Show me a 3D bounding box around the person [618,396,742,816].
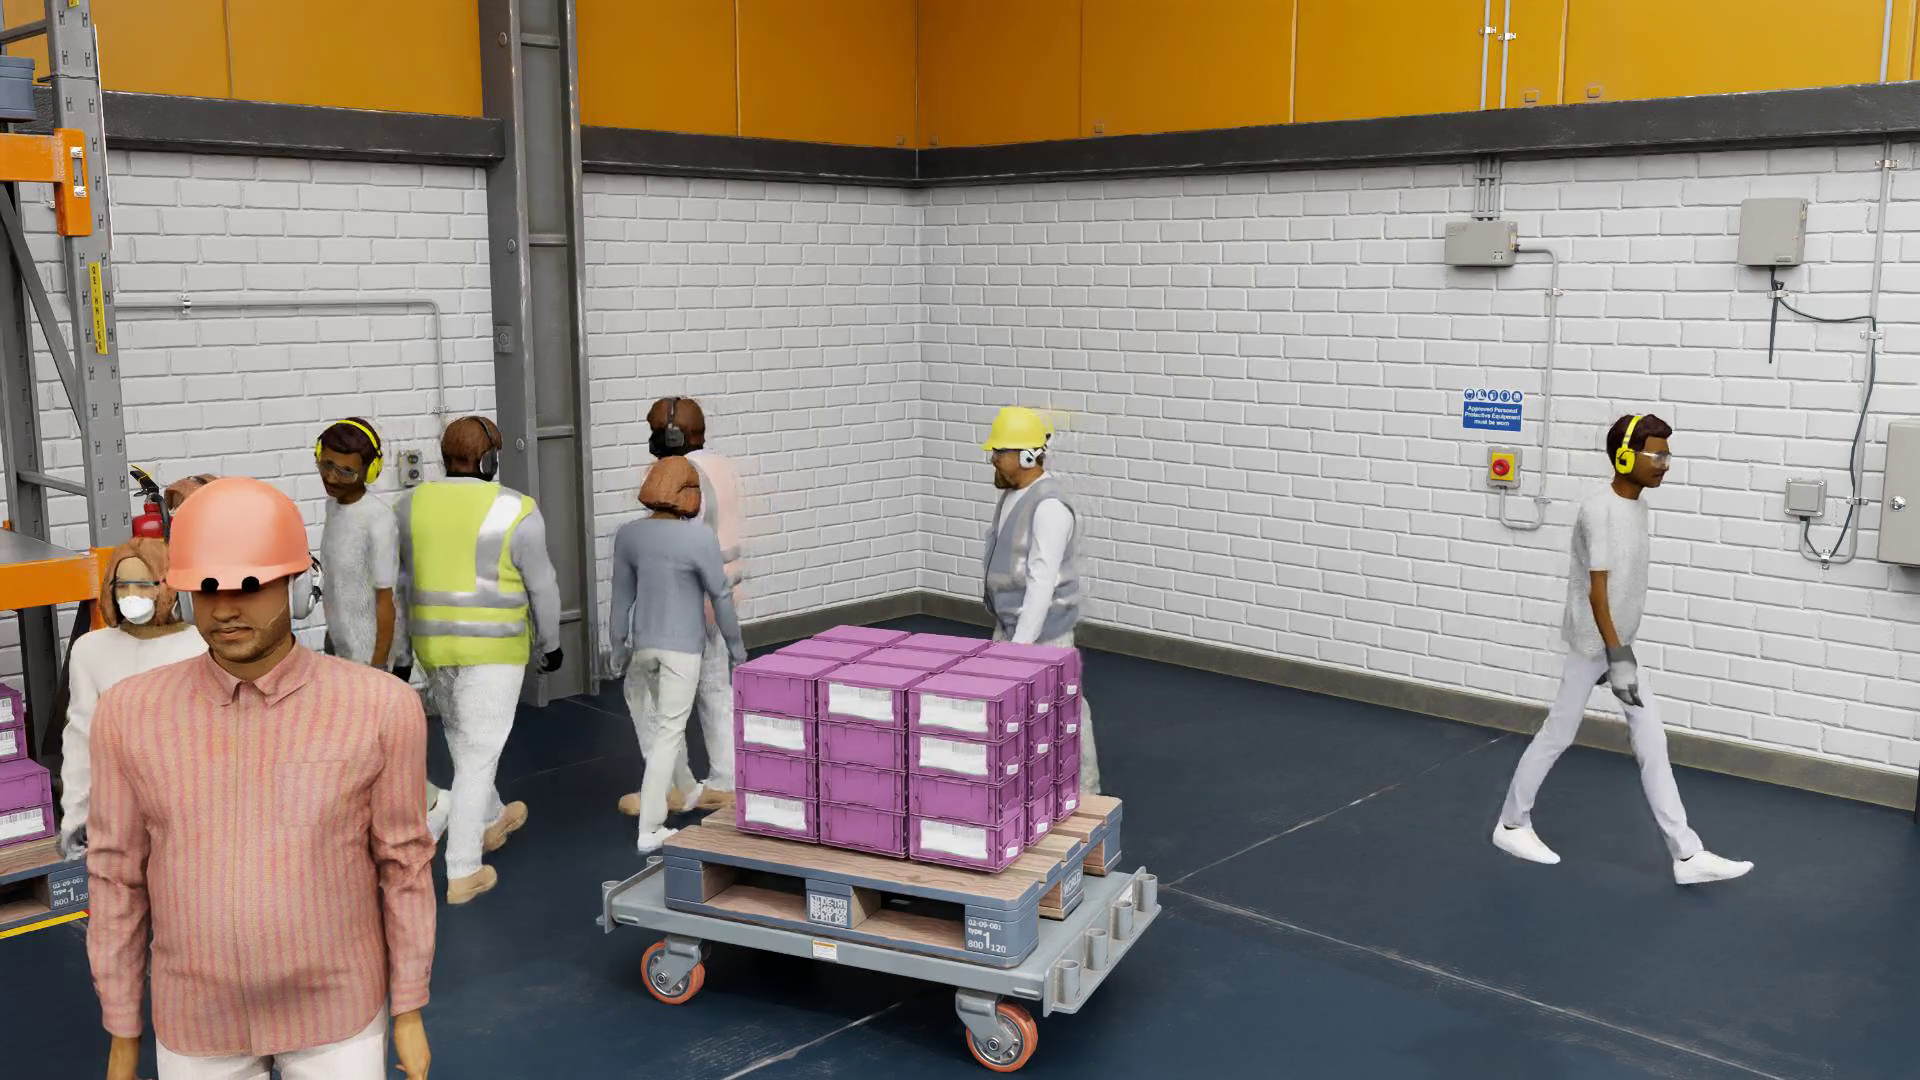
[{"bbox_3d":[-1.238,0.295,7.175,0.645,1.820,0.642,2,9,12],"label":"person"}]

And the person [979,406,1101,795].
[{"bbox_3d":[0.225,0.336,7.007,0.899,1.782,0.609,-3,10,-19],"label":"person"}]

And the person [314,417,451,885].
[{"bbox_3d":[-2.190,0.441,6.220,0.545,1.836,0.569,-7,12,-36],"label":"person"}]

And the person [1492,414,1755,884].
[{"bbox_3d":[2.532,0.427,6.402,0.537,1.815,0.993,-8,12,-41],"label":"person"}]

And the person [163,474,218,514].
[{"bbox_3d":[-2.755,0.534,6.311,0.530,1.612,0.731,6,11,33],"label":"person"}]

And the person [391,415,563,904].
[{"bbox_3d":[-1.837,0.419,6.465,0.627,1.798,0.893,3,10,16],"label":"person"}]

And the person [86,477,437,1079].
[{"bbox_3d":[-1.289,0.871,3.112,0.611,1.995,0.375,-2,10,-13],"label":"person"}]

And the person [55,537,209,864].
[{"bbox_3d":[-2.300,0.795,4.739,0.498,1.605,0.770,1,9,3],"label":"person"}]

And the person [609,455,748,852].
[{"bbox_3d":[-1.138,0.443,6.936,0.512,1.600,0.775,5,10,27],"label":"person"}]
